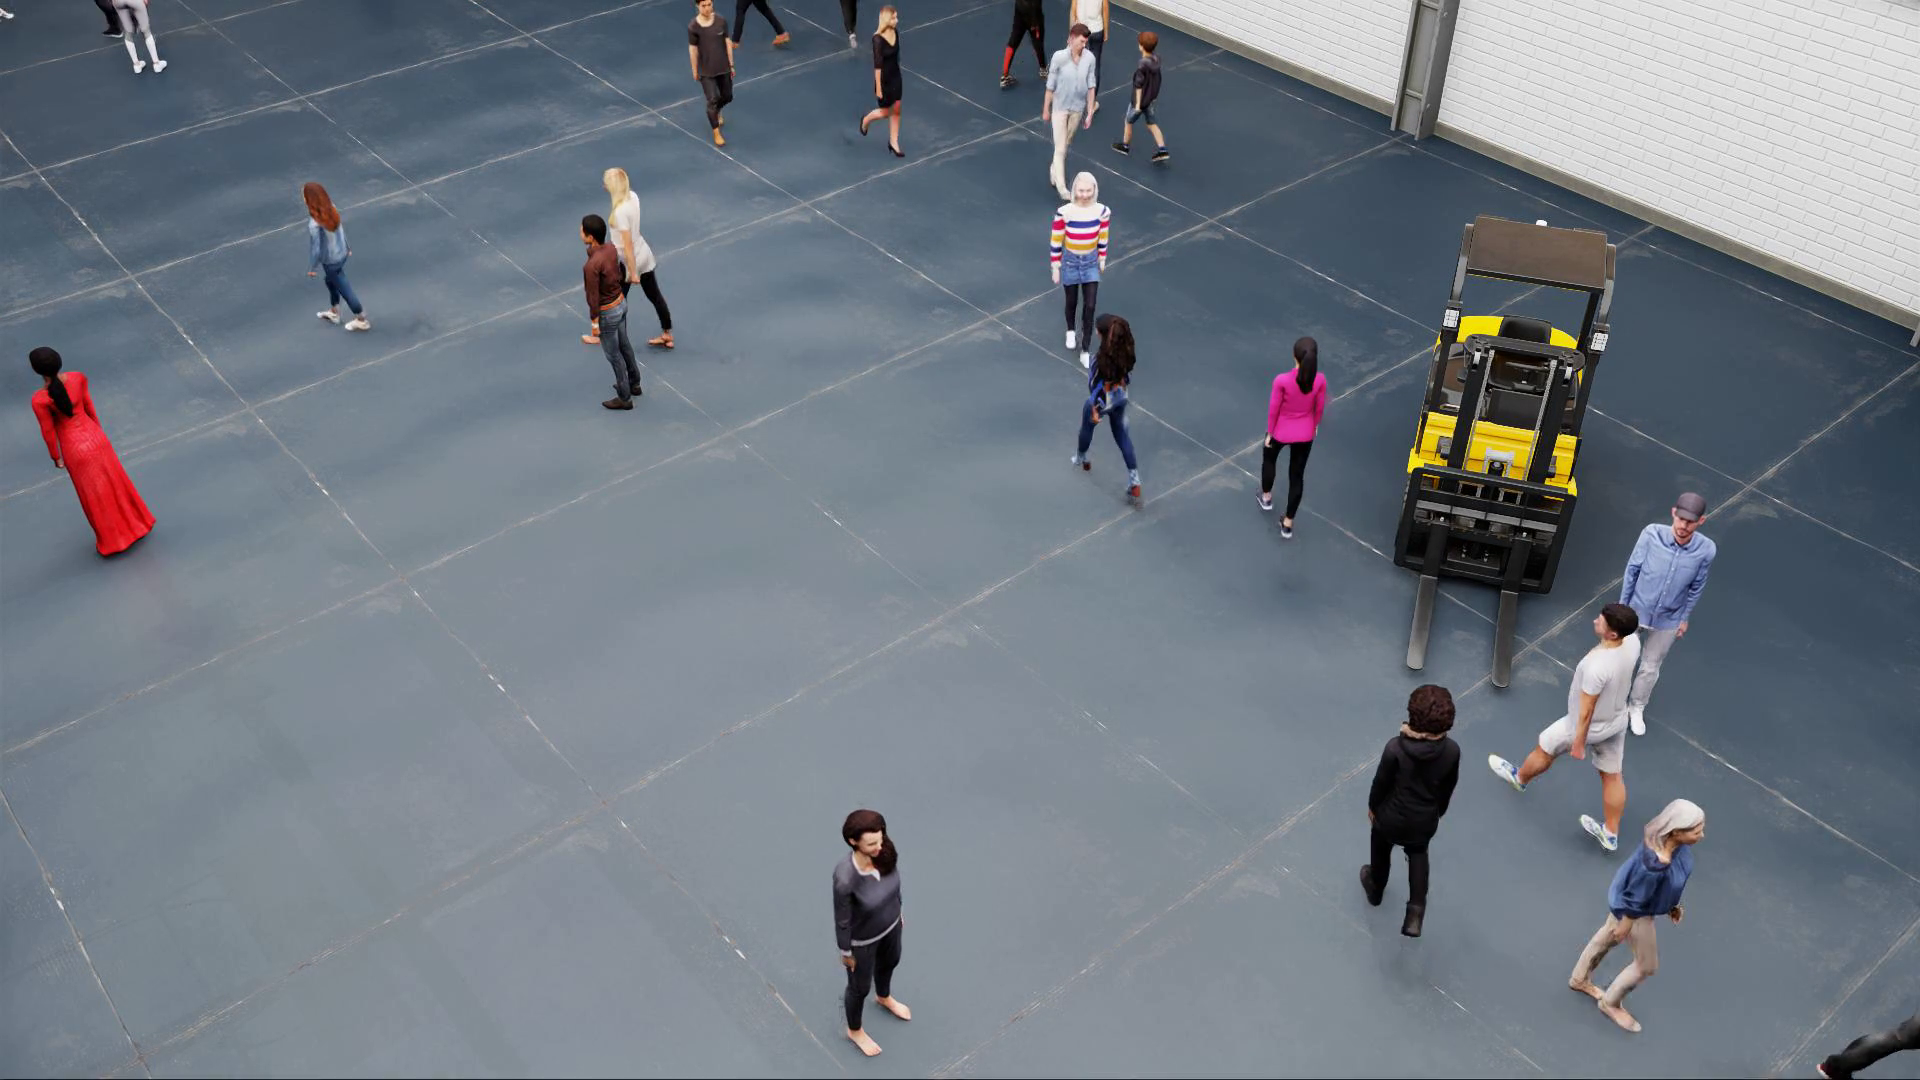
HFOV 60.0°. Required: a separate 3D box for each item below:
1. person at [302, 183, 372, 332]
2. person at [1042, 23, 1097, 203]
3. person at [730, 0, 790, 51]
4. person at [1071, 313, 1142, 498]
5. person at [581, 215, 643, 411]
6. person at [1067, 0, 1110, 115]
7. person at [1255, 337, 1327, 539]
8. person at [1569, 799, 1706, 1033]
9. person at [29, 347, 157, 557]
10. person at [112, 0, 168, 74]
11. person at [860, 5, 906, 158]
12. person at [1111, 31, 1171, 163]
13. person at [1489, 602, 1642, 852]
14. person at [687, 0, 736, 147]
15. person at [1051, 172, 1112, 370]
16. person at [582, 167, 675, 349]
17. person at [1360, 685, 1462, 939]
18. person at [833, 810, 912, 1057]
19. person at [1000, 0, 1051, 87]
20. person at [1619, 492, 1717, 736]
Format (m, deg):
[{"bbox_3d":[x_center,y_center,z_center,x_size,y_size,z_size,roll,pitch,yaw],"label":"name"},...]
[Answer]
[{"bbox_3d":[-5.602,-2.547,15.062,0.901,1.465,0.833,5,39,6],"label":"person"},{"bbox_3d":[1.096,-4.484,17.219,0.914,1.801,1.180,-9,40,-12],"label":"person"},{"bbox_3d":[-2.442,-6.707,20.158,1.134,1.607,1.140,-3,39,-3],"label":"person"},{"bbox_3d":[1.228,-1.042,13.088,0.711,1.578,1.082,-21,43,-24],"label":"person"},{"bbox_3d":[-2.943,-1.928,14.038,0.728,1.776,0.704,8,39,10],"label":"person"},{"bbox_3d":[1.441,-5.689,18.726,0.738,1.803,0.768,-4,39,-5],"label":"person"},{"bbox_3d":[2.539,-0.743,12.639,0.848,1.680,0.934,-1,39,-2],"label":"person"},{"bbox_3d":[3.662,1.992,9.213,0.767,1.683,0.712,21,43,24],"label":"person"},{"bbox_3d":[-6.562,-0.674,12.469,0.758,1.785,0.736,17,42,20],"label":"person"},{"bbox_3d":[-9.850,-6.392,19.689,0.629,1.700,0.660,-4,39,-5],"label":"person"},{"bbox_3d":[-0.842,-4.936,17.897,0.873,1.661,0.660,26,45,29],"label":"person"},{"bbox_3d":[2.024,-4.709,17.808,0.986,1.417,0.602,32,48,33],"label":"person"},{"bbox_3d":[3.951,1.157,10.156,0.754,1.800,1.194,-23,44,-26],"label":"person"},{"bbox_3d":[-2.722,-5.222,18.226,0.745,1.698,0.954,-17,42,-20],"label":"person"},{"bbox_3d":[1.051,-2.466,14.710,0.989,1.778,1.088,-1,39,-1],"label":"person"},{"bbox_3d":[-2.780,-2.451,14.675,1.114,1.797,1.037,6,39,7],"label":"person"},{"bbox_3d":[2.605,1.613,9.615,0.964,1.762,1.062,-1,39,-1],"label":"person"},{"bbox_3d":[-0.498,2.092,9.010,0.598,1.768,0.655,25,45,28],"label":"person"},{"bbox_3d":[0.724,-6.092,19.263,0.919,1.762,1.079,-22,43,-25],"label":"person"},{"bbox_3d":[4.564,0.466,10.950,0.680,1.888,0.798,14,41,17],"label":"person"}]
